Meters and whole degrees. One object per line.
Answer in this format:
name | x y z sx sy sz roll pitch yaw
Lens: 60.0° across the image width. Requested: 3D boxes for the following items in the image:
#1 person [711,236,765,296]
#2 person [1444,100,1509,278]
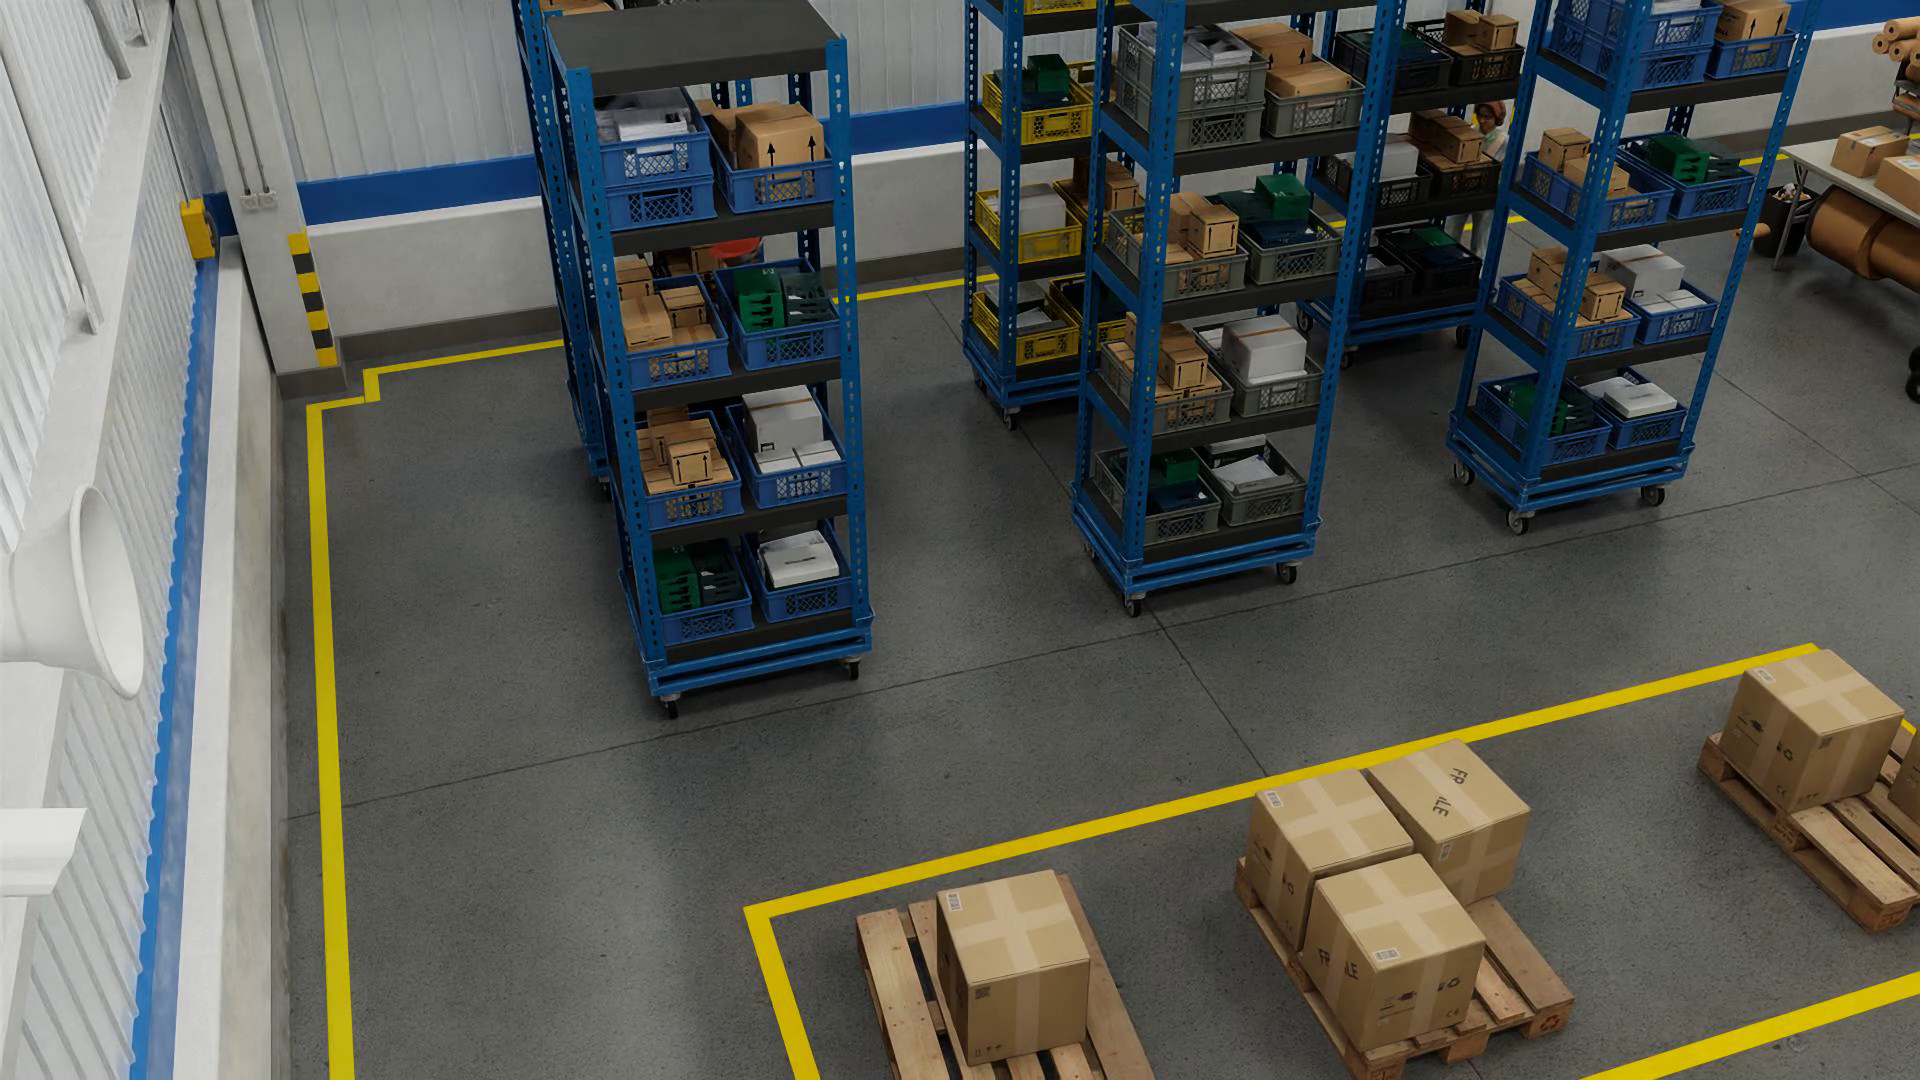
person | -1.238 -1.020 10.002 0.393 1.985 0.611 -14 38 -19
person | 3.832 -2.521 12.424 0.513 1.642 0.313 23 41 29
